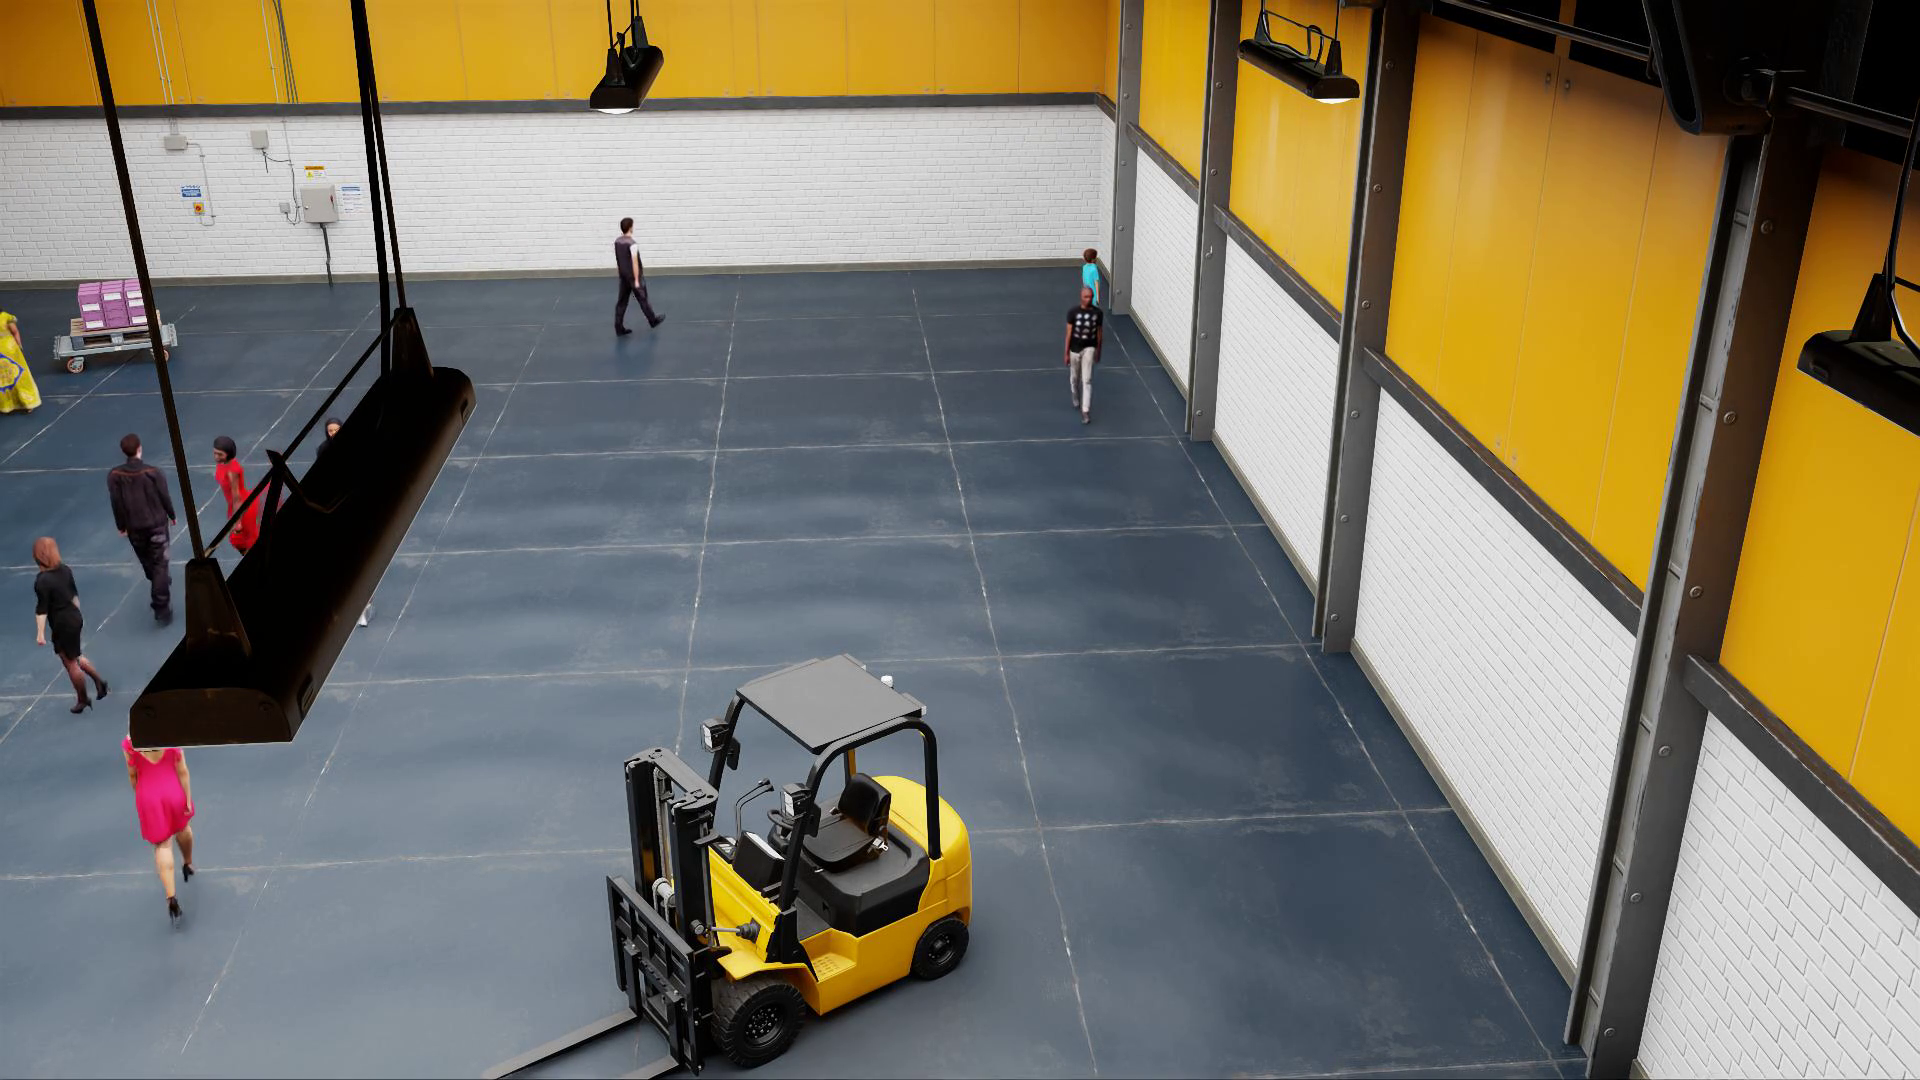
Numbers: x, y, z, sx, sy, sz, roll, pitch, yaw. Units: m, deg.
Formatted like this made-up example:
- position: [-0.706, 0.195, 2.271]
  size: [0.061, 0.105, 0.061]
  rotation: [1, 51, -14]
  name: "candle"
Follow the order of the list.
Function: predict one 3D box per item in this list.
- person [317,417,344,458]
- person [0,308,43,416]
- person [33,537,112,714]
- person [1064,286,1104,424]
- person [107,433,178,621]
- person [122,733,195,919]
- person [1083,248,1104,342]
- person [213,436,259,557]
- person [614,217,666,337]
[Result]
- position: [-6.704, -0.603, 18.117]
  size: [0.844, 1.610, 1.102]
  rotation: [-12, 26, -25]
  name: "person"
- position: [-12.908, -2.516, 22.431]
  size: [0.954, 1.659, 0.916]
  rotation: [-11, 26, -23]
  name: "person"
- position: [-7.899, 0.779, 14.860]
  size: [0.681, 1.686, 0.597]
  rotation: [-2, 24, -4]
  name: "person"
- position: [1.641, -2.540, 22.344]
  size: [0.774, 1.773, 1.233]
  rotation: [1, 24, 3]
  name: "person"
- position: [-8.139, -0.095, 16.631]
  size: [0.741, 1.870, 1.217]
  rotation: [-4, 24, -8]
  name: "person"
- position: [-5.839, 1.960, 12.153]
  size: [0.809, 1.690, 1.095]
  rotation: [-11, 26, -23]
  name: "person"
- position: [2.007, -3.783, 25.593]
  size: [0.656, 1.448, 0.556]
  rotation: [-14, 27, -29]
  name: "person"
- position: [-7.415, -0.300, 17.292]
  size: [0.813, 1.716, 0.752]
  rotation: [-14, 27, -30]
  name: "person"
- position: [-5.175, -4.024, 25.695]
  size: [1.148, 1.809, 1.226]
  rotation: [18, 29, 35]
  name: "person"
